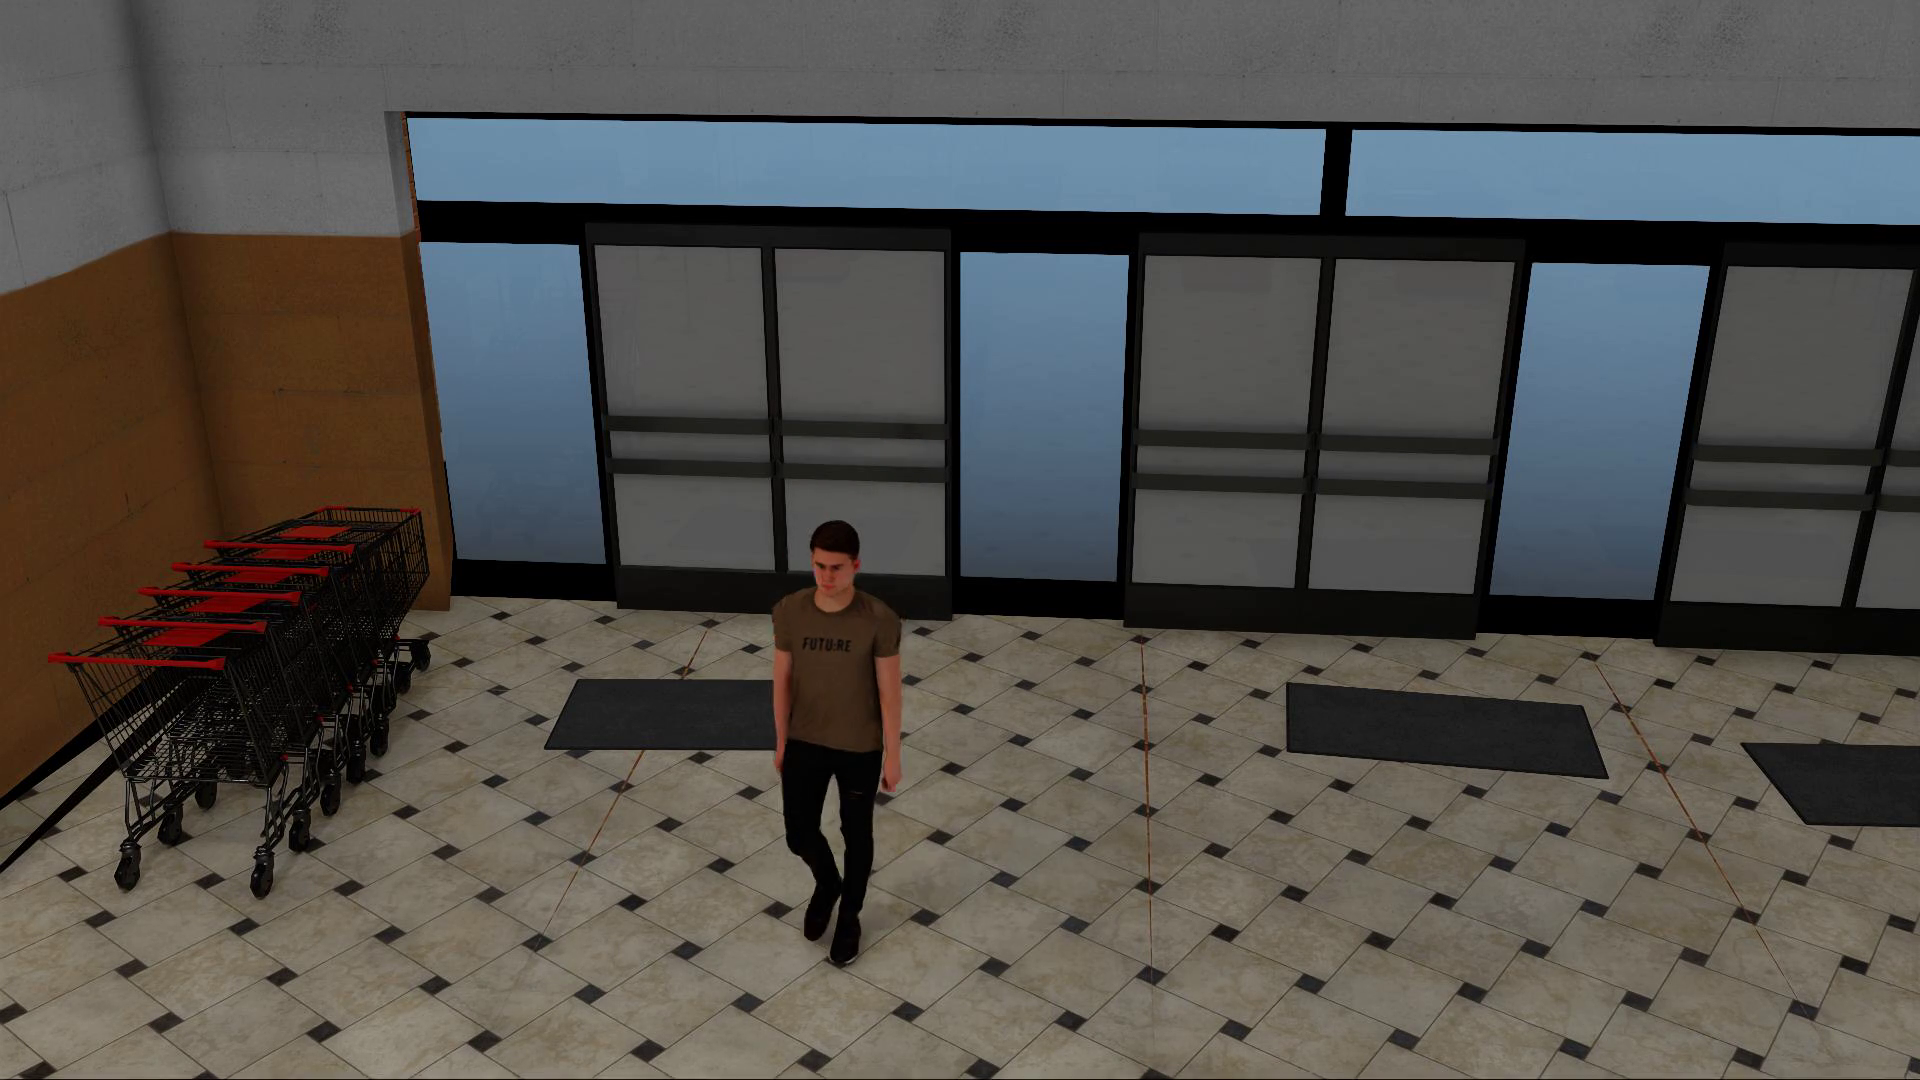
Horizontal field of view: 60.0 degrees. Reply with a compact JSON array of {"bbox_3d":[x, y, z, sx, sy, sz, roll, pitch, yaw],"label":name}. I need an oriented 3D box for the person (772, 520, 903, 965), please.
[{"bbox_3d":[-0.469,0.758,6.552,0.669,1.847,0.640,3,22,8],"label":"person"}]
